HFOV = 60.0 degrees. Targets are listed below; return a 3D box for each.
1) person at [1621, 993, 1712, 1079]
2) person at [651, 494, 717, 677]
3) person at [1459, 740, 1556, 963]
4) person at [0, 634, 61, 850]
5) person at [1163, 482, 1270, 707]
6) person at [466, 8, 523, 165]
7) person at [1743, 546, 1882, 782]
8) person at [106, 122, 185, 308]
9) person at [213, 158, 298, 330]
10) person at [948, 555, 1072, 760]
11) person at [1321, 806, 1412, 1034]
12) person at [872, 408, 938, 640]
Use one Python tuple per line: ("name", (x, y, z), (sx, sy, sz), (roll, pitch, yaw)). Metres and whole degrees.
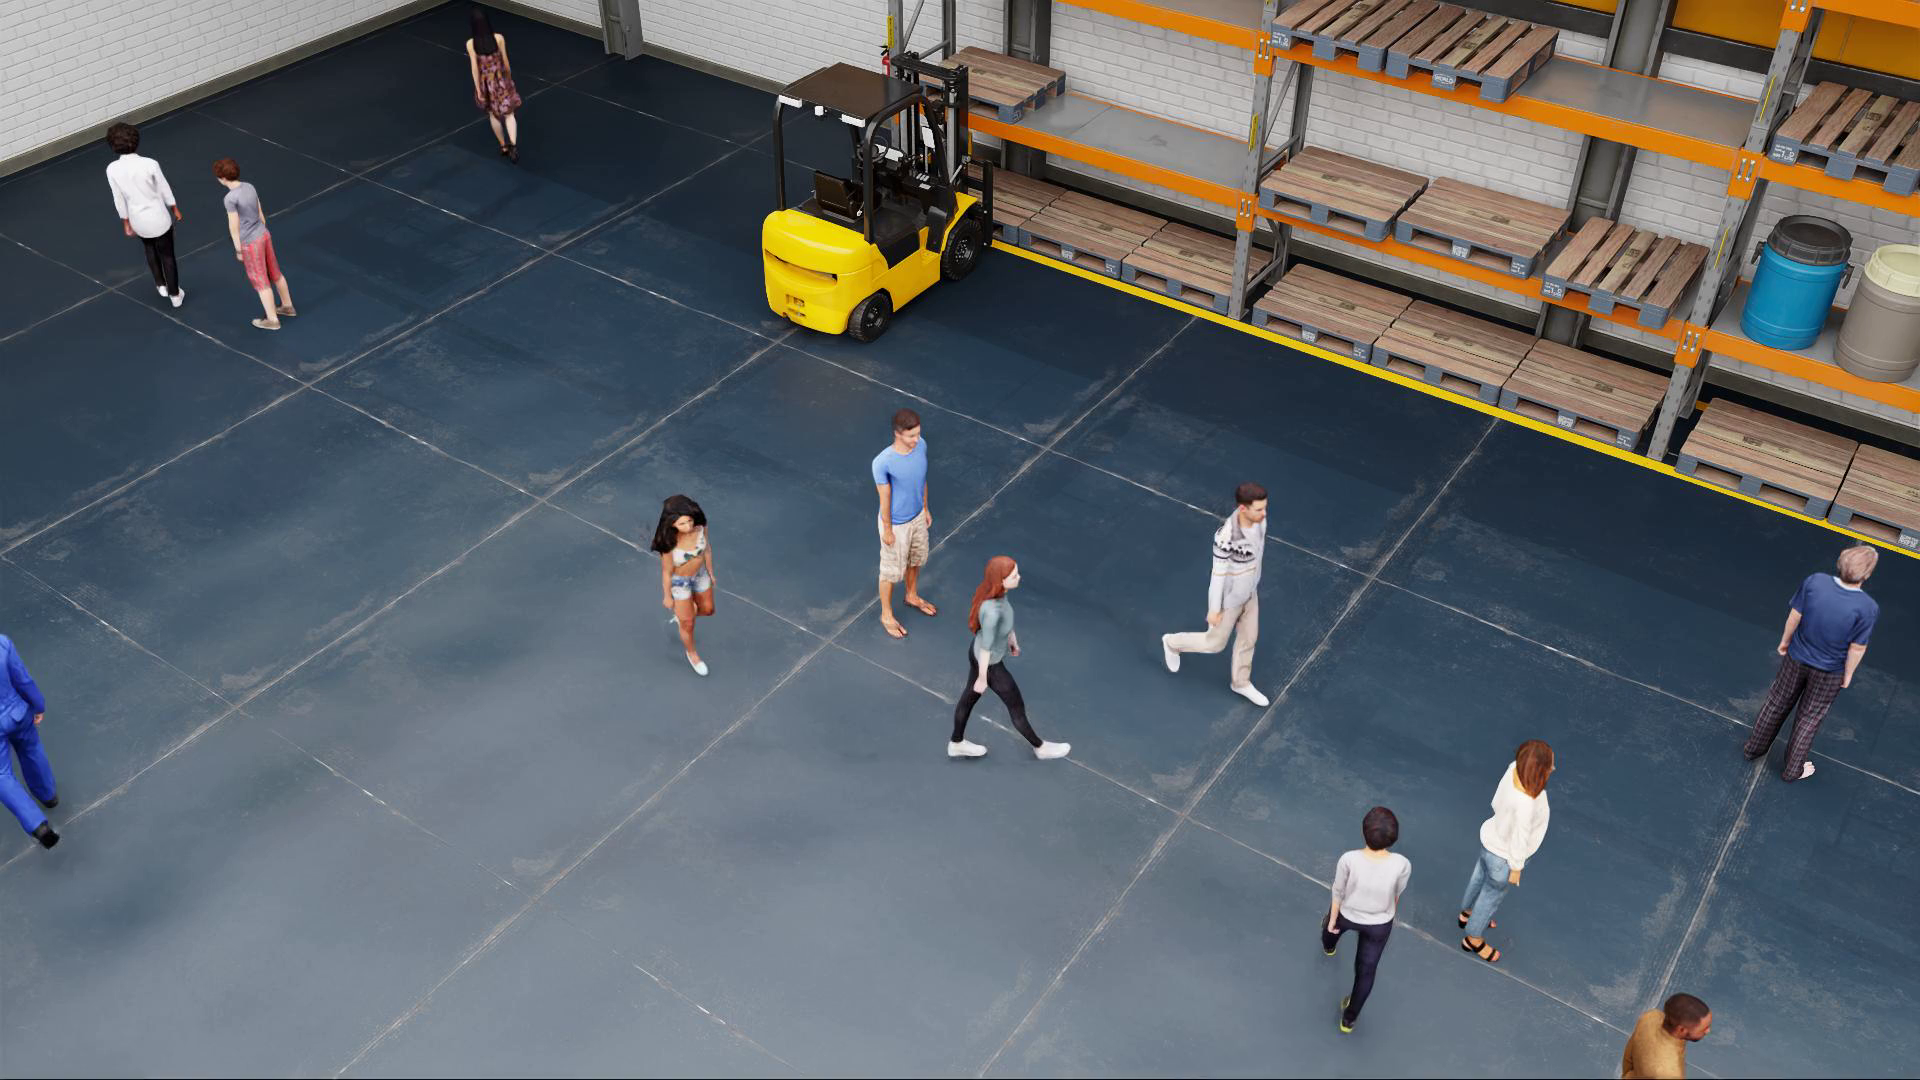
("person", (3.358, 2.850, 8.241), (0.733, 1.816, 0.721), (1, 39, 1))
("person", (-1.931, 0.285, 11.625), (0.820, 1.601, 0.651), (29, 47, 31))
("person", (3.173, 1.775, 9.695), (0.685, 1.682, 0.699), (6, 39, 8))
("person", (-5.964, 1.174, 10.351), (0.903, 1.801, 1.147), (-28, 47, -31))
("person", (1.802, 0.316, 11.402), (1.076, 1.829, 0.751), (29, 47, 31))
("person", (-4.977, -4.824, 17.897), (0.983, 1.757, 1.126), (-14, 41, -16))
("person", (5.552, 0.783, 10.784), (0.774, 1.871, 0.573), (-27, 46, -30))
("person", (-7.594, -2.993, 15.574), (0.772, 1.795, 0.826), (-8, 39, -10))
("person", (-6.517, -2.745, 15.384), (0.657, 1.644, 0.653), (8, 39, 10))
("person", (0.112, 0.803, 10.891), (1.149, 1.707, 0.968), (3, 39, 3))
("person", (2.262, 2.172, 9.325), (0.989, 1.521, 0.861), (8, 39, 9))
("person", (-0.420, -0.171, 11.984), (0.610, 1.865, 0.680), (30, 48, 32))
